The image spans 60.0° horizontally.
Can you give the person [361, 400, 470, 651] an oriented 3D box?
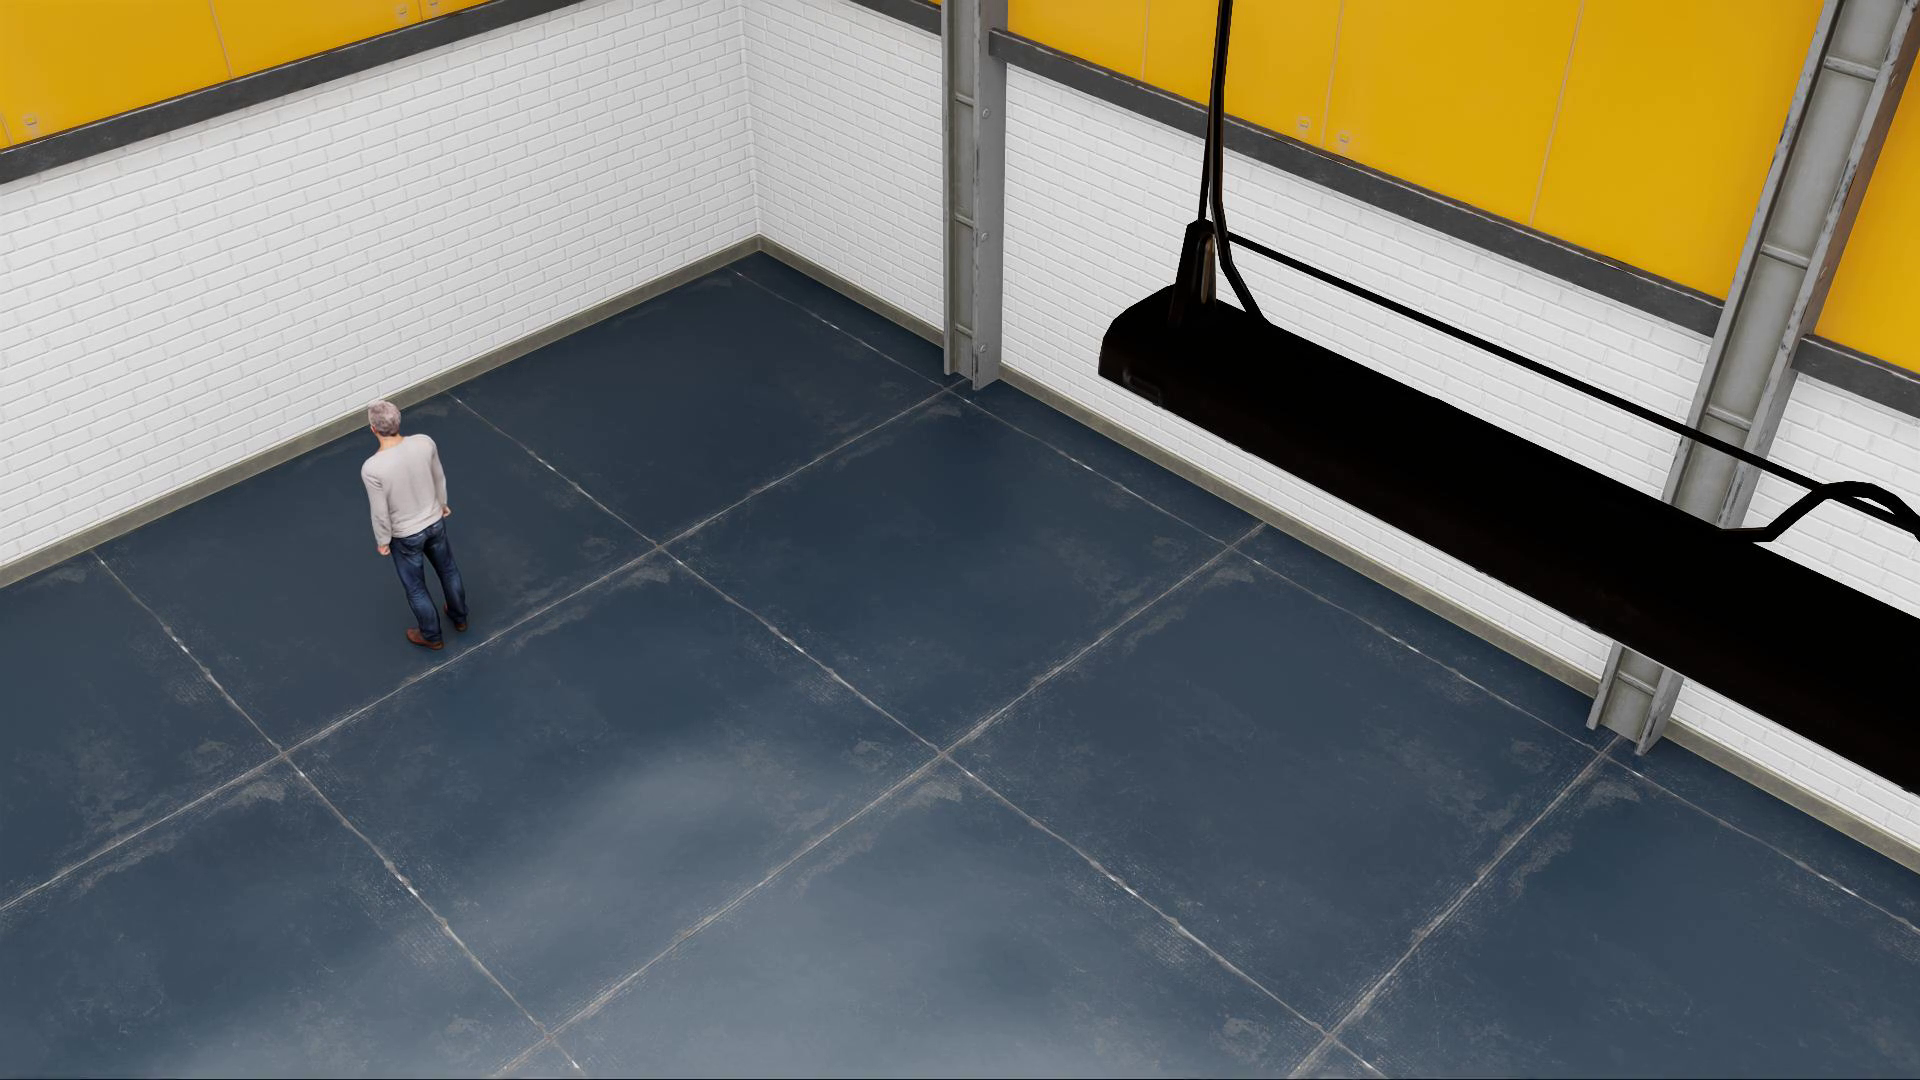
[{"bbox_3d":[-3.610,-0.098,11.007,0.657,1.910,0.764,26,45,29],"label":"person"}]
